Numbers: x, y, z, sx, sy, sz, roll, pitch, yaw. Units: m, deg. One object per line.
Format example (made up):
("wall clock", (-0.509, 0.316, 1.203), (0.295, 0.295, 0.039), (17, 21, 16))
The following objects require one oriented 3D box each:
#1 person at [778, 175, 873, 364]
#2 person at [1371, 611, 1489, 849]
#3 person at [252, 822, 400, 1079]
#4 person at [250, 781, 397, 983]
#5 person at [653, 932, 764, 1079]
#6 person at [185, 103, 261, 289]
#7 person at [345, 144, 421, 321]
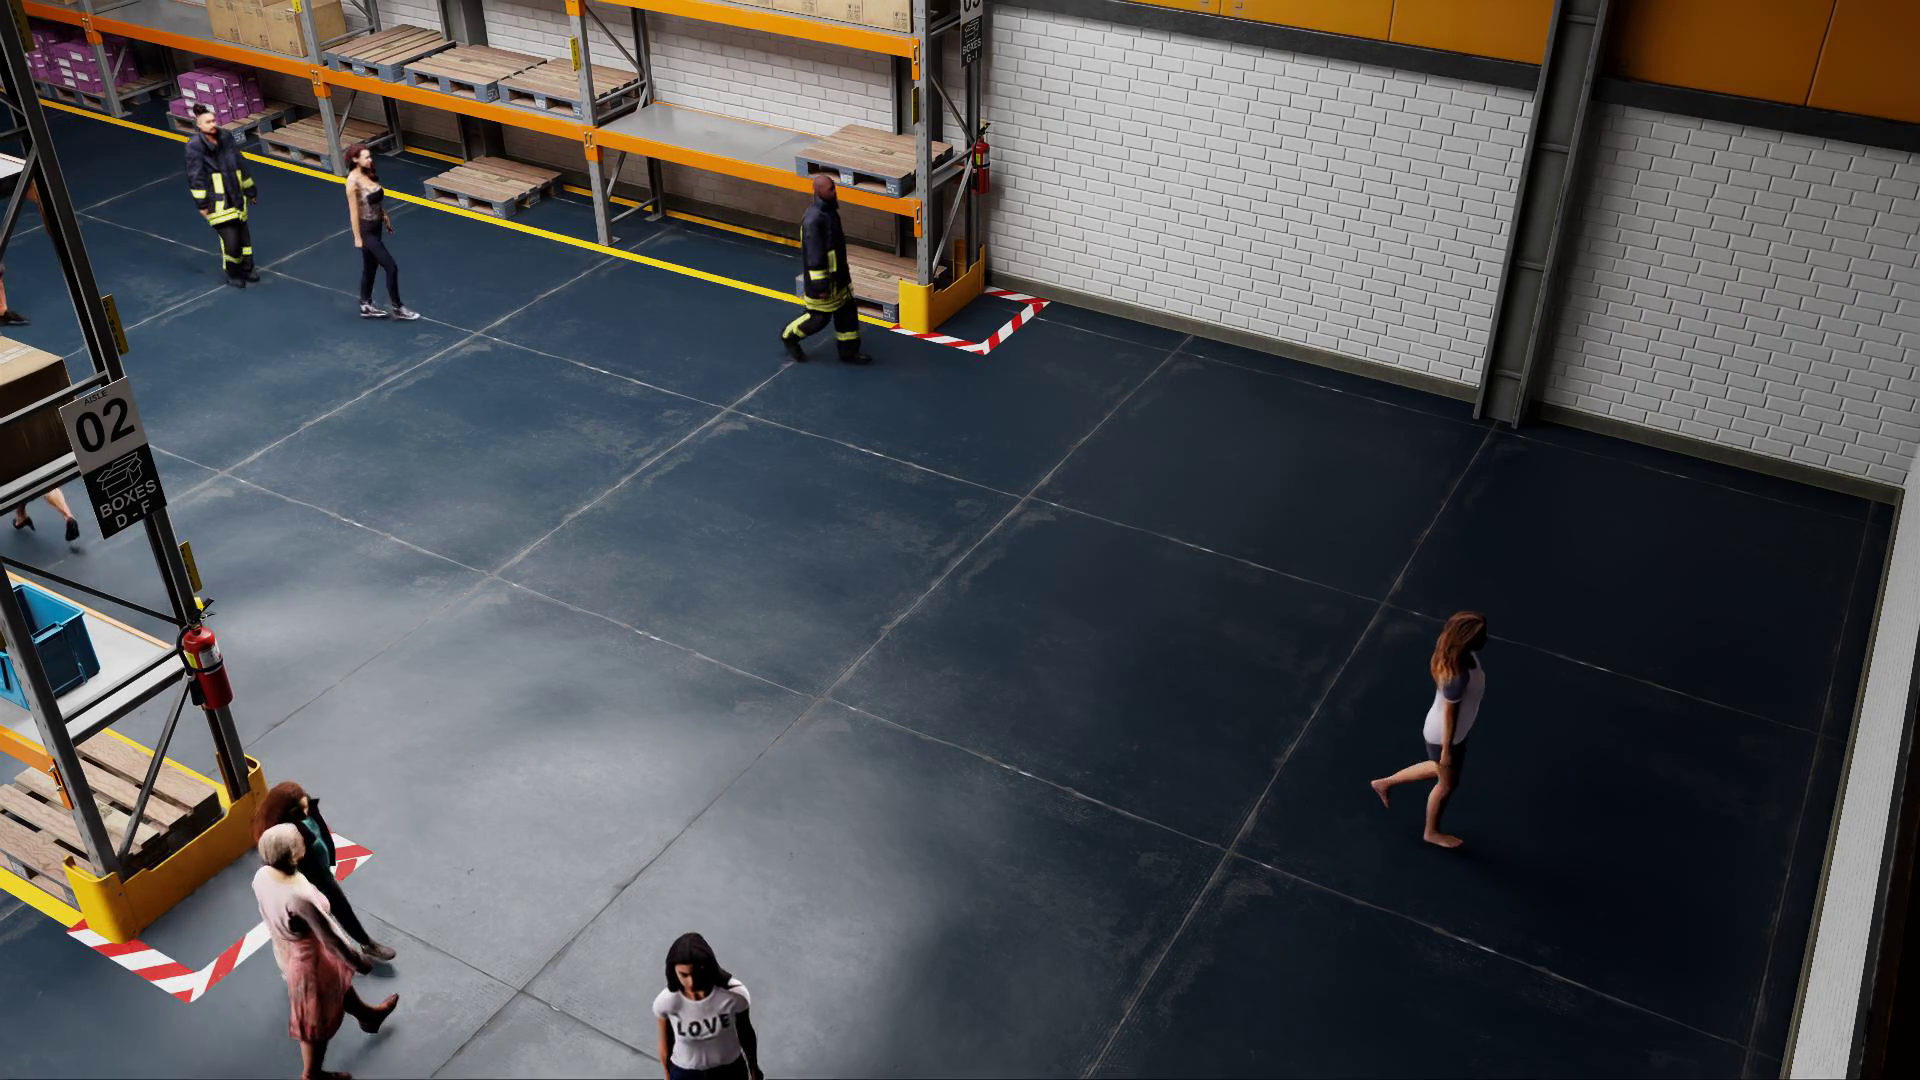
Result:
("person", (-1.286, -2.424, 15.076), (1.109, 1.802, 0.786), (14, 36, 19))
("person", (2.802, 1.114, 9.832), (0.863, 1.715, 0.664), (12, 36, 18))
("person", (-3.311, 2.142, 8.325), (0.895, 1.670, 0.786), (24, 40, 31))
("person", (-3.580, 1.848, 8.954), (0.972, 1.463, 0.883), (-5, 34, -7))
("person", (-1.172, 2.439, 7.790), (0.828, 1.769, 0.879), (-5, 34, -7))
("person", (-7.391, -3.452, 16.579), (0.708, 1.850, 0.769), (20, 38, 27))
("person", (-5.719, -2.915, 15.867), (0.971, 1.744, 0.823), (3, 34, 4))
